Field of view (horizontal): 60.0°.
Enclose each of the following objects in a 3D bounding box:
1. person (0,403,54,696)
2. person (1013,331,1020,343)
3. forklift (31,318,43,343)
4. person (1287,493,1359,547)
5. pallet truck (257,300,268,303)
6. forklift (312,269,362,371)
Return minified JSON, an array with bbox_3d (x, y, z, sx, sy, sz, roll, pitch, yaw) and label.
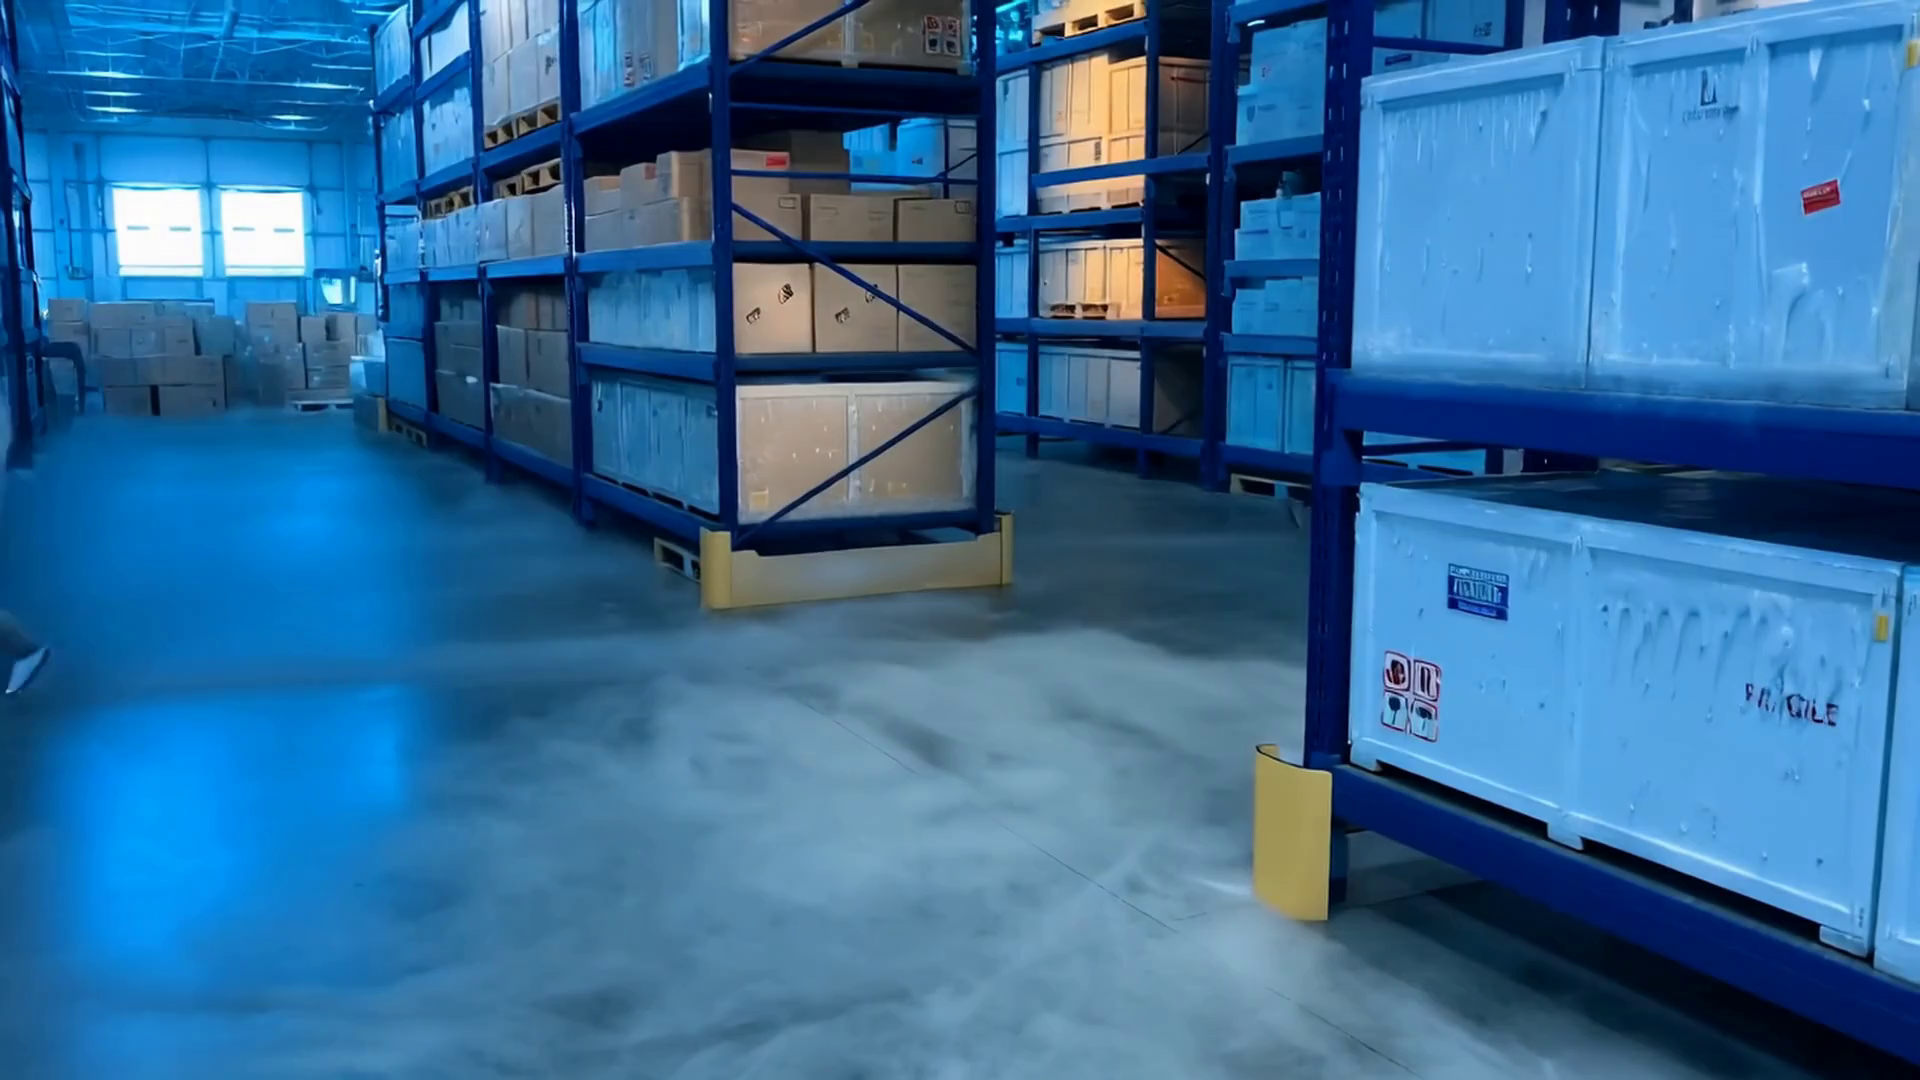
[{"bbox_3d":[-4.947,-0.123,8.336,0.465,1.888,0.649,-4,9,-26],"label":"person"},{"bbox_3d":[1.139,-3.604,32.352,0.985,1.883,0.564,0,8,-2],"label":"person"},{"bbox_3d":[-30.587,-7.279,54.283,1.129,2.768,1.873,-4,9,-26],"label":"forklift"},{"bbox_3d":[3.011,-0.787,13.638,0.583,1.681,0.540,4,9,25],"label":"person"},{"bbox_3d":[-23.913,-7.404,58.171,1.885,1.965,0.823,-1,8,-9],"label":"pallet truck"},{"bbox_3d":[-17.230,-6.040,45.740,1.129,2.768,1.873,-5,10,-33],"label":"forklift"}]
